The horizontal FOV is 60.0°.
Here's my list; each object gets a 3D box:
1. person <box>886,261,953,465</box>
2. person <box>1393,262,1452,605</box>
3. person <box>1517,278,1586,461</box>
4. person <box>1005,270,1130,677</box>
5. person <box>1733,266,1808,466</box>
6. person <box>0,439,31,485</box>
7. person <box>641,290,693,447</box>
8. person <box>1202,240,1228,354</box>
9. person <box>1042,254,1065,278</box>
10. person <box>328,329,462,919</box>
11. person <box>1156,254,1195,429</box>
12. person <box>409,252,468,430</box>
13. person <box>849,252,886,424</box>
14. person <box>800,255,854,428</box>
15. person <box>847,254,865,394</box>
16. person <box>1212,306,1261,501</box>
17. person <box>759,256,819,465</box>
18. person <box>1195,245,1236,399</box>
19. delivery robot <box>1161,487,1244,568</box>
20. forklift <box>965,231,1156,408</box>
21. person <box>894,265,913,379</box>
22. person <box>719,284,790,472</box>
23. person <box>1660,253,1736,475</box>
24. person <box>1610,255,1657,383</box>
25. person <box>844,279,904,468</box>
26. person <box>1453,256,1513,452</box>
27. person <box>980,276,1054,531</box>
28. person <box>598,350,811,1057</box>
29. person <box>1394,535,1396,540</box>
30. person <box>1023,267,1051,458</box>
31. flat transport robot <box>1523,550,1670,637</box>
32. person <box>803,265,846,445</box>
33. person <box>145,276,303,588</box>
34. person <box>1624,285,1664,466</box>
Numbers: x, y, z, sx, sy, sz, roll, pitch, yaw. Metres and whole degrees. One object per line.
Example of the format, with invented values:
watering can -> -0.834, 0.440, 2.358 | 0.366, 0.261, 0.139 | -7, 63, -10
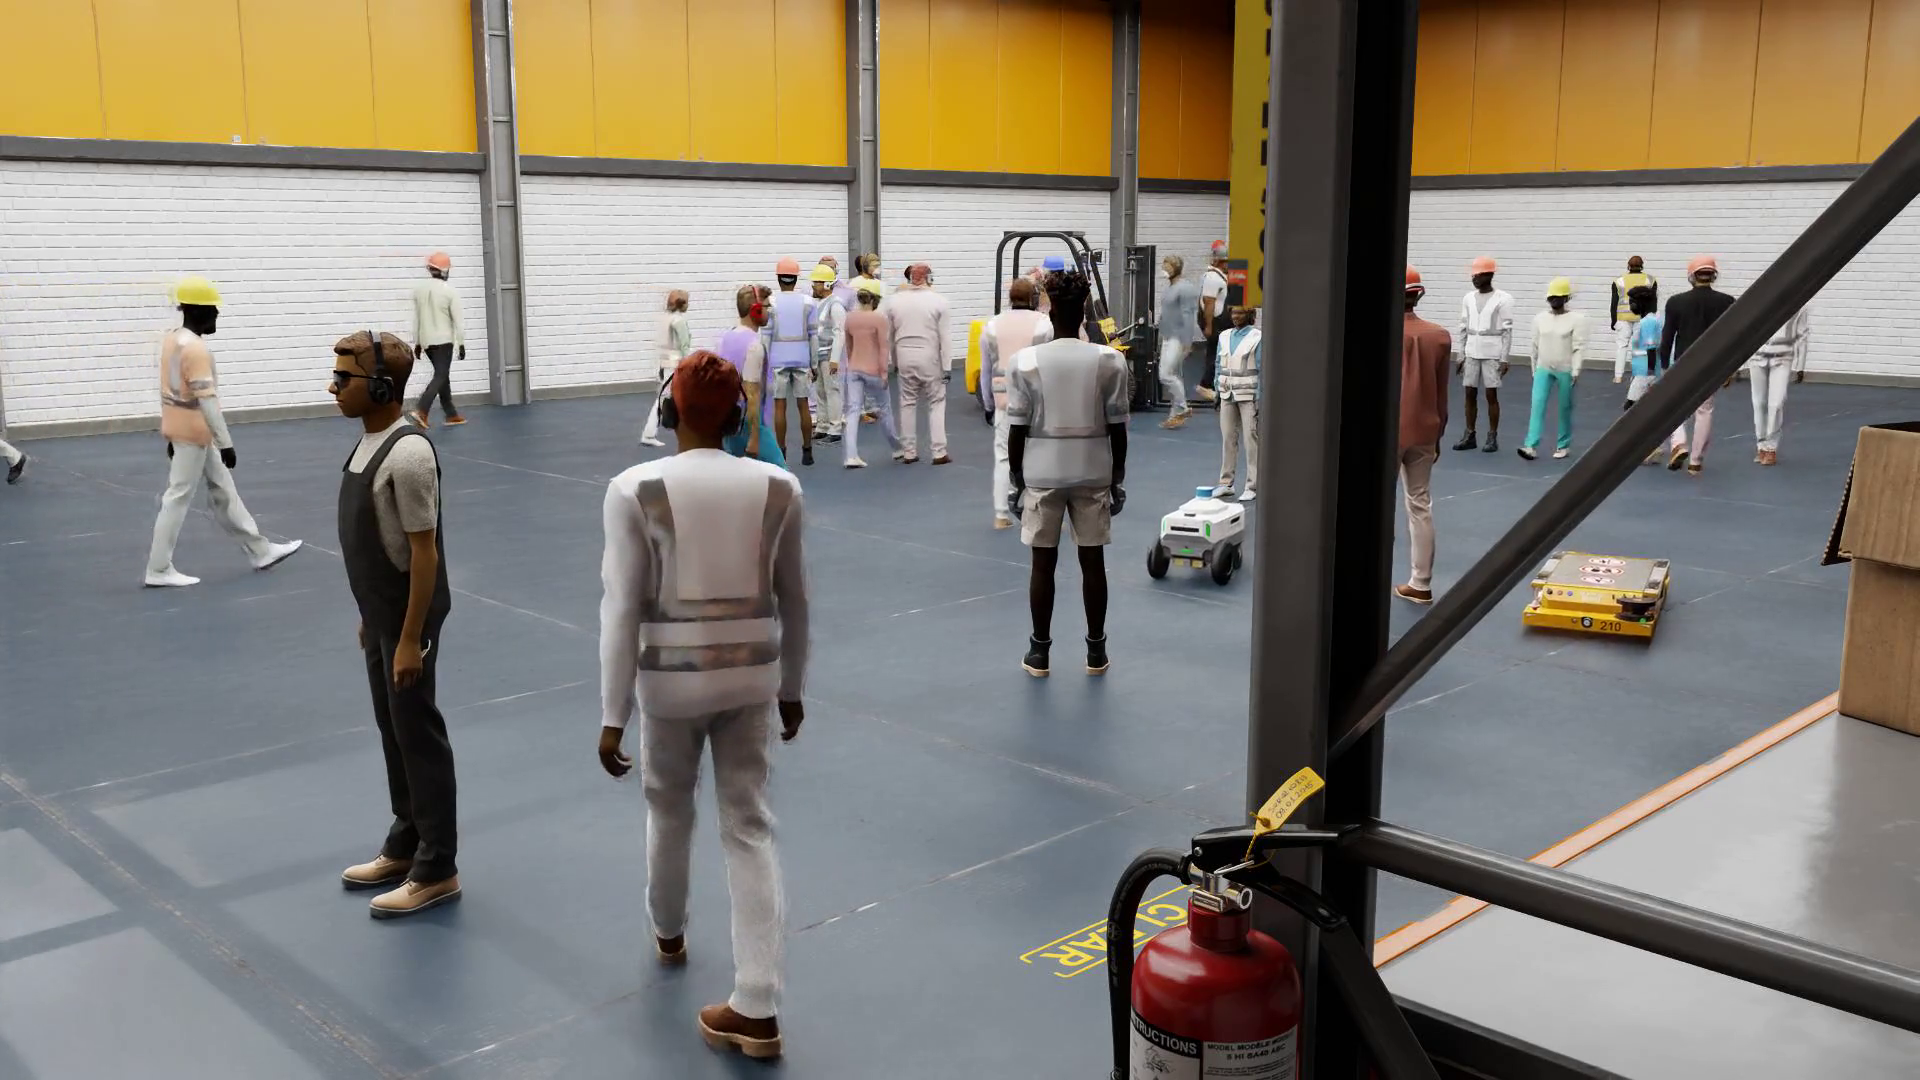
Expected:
person -> -0.367, -1.641, 15.498 | 0.690, 1.896, 0.408 | 4, 11, 20
person -> 2.514, -0.597, 9.565 | 0.617, 1.990, 0.399 | -3, 11, -17
person -> 5.593, -1.590, 15.675 | 0.530, 1.712, 0.925 | 8, 13, 37
person -> 0.514, -0.310, 8.035 | 0.605, 1.966, 0.367 | -1, 10, -3
person -> 7.505, -1.619, 15.455 | 0.596, 1.854, 0.718 | 7, 12, 33
person -> -8.136, -1.262, 13.679 | 0.610, 1.803, 0.660 | 7, 12, 32
person -> -2.881, -1.744, 16.896 | 0.879, 1.583, 0.526 | -5, 11, -25
person -> 4.620, -4.347, 29.827 | 0.615, 2.047, 0.357 | -2, 11, -10
person -> 1.005, -2.158, 18.230 | 0.614, 1.922, 0.630 | 2, 11, 12
person -> -1.792, 0.261, 5.251 | 0.345, 1.847, 0.504 | -7, 12, -33
person -> 2.327, -2.159, 18.225 | 0.442, 1.925, 0.657 | -2, 11, -13
person -> -5.814, -2.200, 18.397 | 0.631, 1.961, 0.960 | 5, 11, 24
person -> -1.035, -2.302, 18.980 | 0.367, 1.938, 0.635 | 7, 12, 33
person -> -1.464, -2.208, 18.548 | 0.638, 1.909, 0.408 | -4, 11, -19
person -> -1.306, -2.906, 22.451 | 0.517, 1.874, 0.327 | 9, 14, 40
person -> 2.262, -1.136, 13.441 | 0.308, 1.638, 0.517 | -9, 14, -41
person -> -1.588, -1.651, 15.430 | 0.552, 1.935, 0.373 | -3, 11, -16
person -> 3.344, -2.812, 21.480 | 0.544, 2.000, 0.702 | 3, 11, 14
delivery robot -> 1.530, -0.091, 10.441 | 0.477, 0.478, 0.707 | 5, 12, 27
forklift -> 1.222, -2.721, 20.561 | 2.313, 2.155, 1.214 | 2, 11, 13
person -> -0.723, -3.205, 24.581 | 0.532, 1.691, 0.318 | 3, 11, 17
person -> -1.266, -0.705, 10.595 | 0.681, 1.820, 0.575 | -6, 12, -29
person -> 6.561, -1.552, 14.794 | 0.636, 1.979, 0.513 | 3, 11, 16
person -> 9.724, -3.183, 24.045 | 0.627, 1.844, 0.429 | 4, 11, 19
person -> -0.797, -1.547, 15.432 | 0.536, 1.713, 0.921 | 6, 12, 31
person -> 5.162, -1.820, 16.437 | 0.369, 1.926, 0.571 | -9, 14, -41
person -> 0.468, -0.970, 11.984 | 0.632, 1.842, 0.429 | 4, 11, 22
person -> -0.704, 0.405, 4.541 | 0.651, 1.822, 0.985 | -5, 11, -25
person -> 2.849, -0.961, 11.662 | 0.372, 1.940, 0.632 | -1, 10, -8
person -> 0.606, -1.380, 14.179 | 0.896, 1.861, 0.633 | -6, 12, -28
flat transport robot -> 3.641, 0.280, 9.448 | 0.652, 0.197, 1.431 | 5, 12, 26
person -> -1.392, -1.893, 17.036 | 0.403, 1.833, 0.586 | -6, 12, -29
person -> -4.586, -0.663, 10.202 | 0.987, 1.873, 0.622 | -7, 12, -33
person -> 6.332, -1.516, 15.407 | 0.405, 1.664, 0.561 | 4, 11, 20
